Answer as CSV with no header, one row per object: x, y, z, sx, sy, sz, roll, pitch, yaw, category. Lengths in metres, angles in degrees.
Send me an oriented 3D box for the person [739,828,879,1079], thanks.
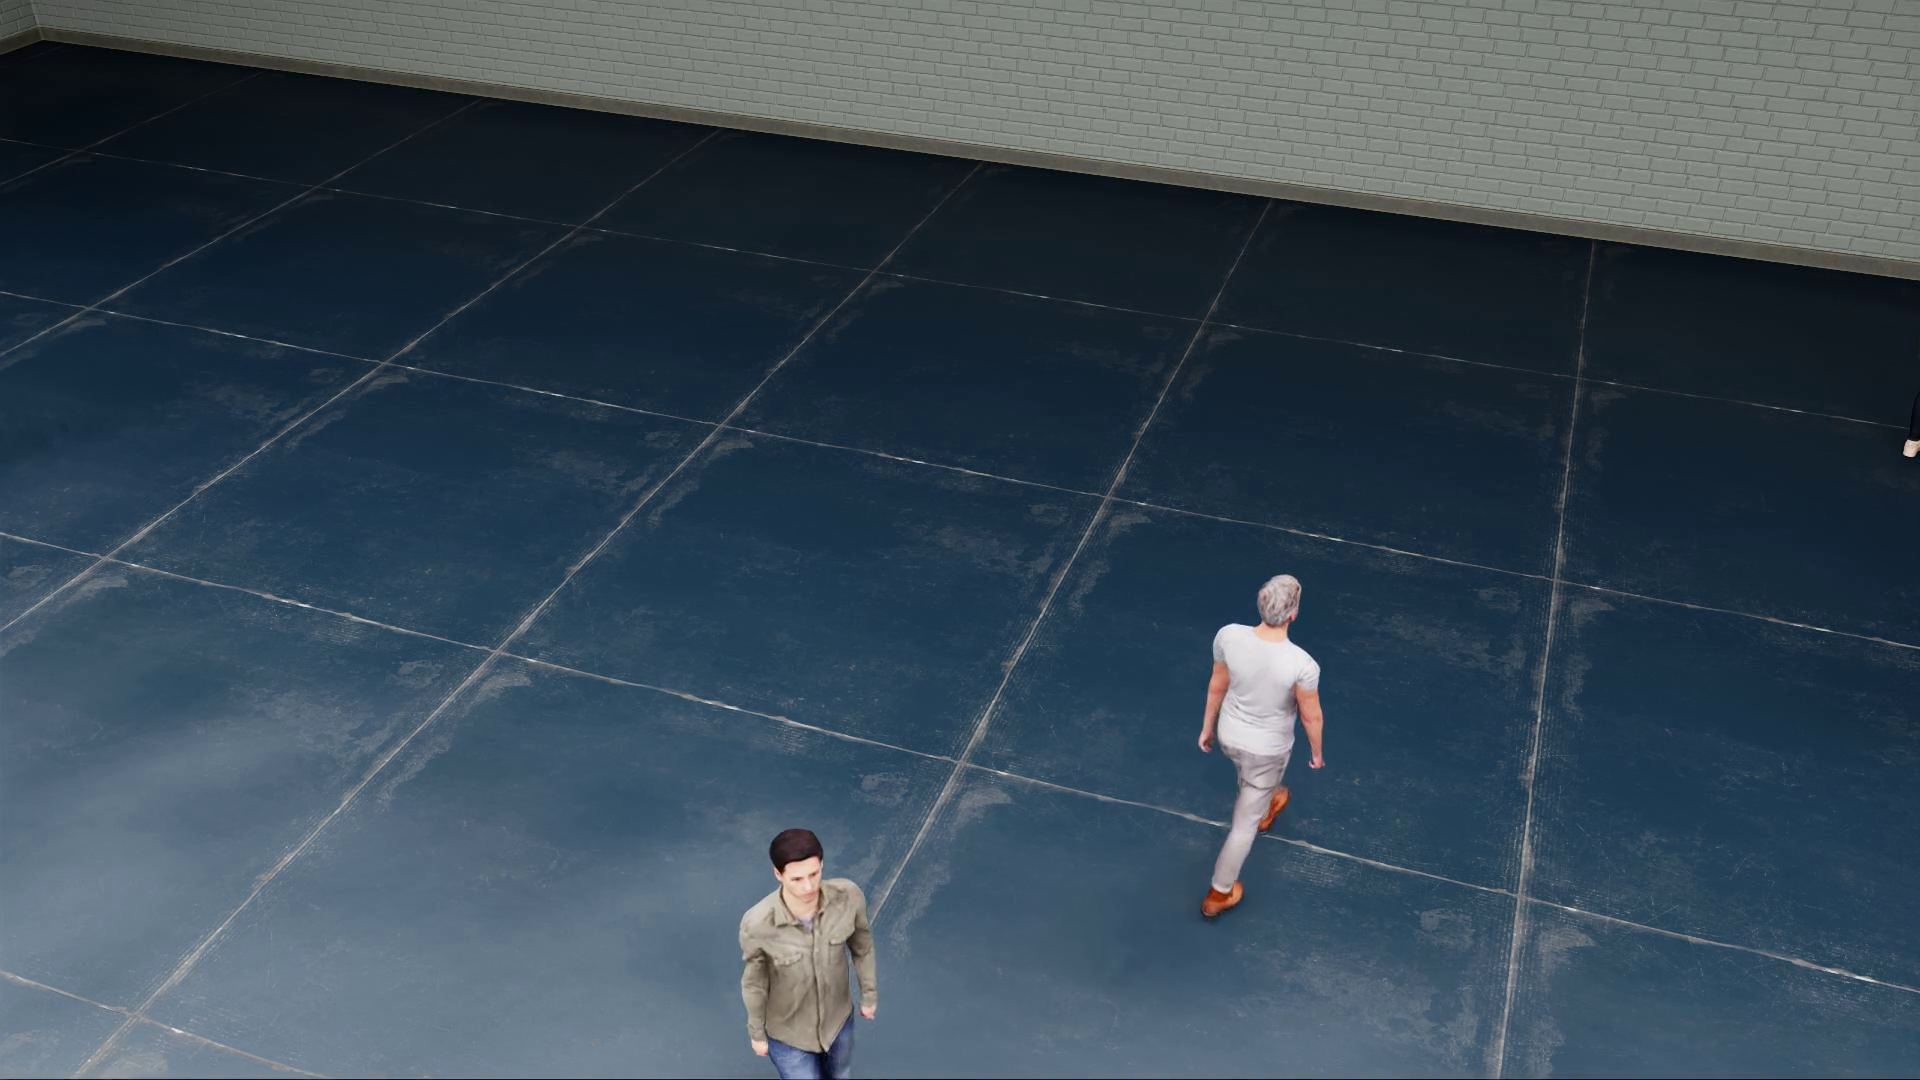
-0.622,1.835,6.622,1.136,1.843,1.185,-15,36,-22,person

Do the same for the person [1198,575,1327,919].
1.366,1.027,7.928,0.991,1.772,1.299,24,40,32,person
